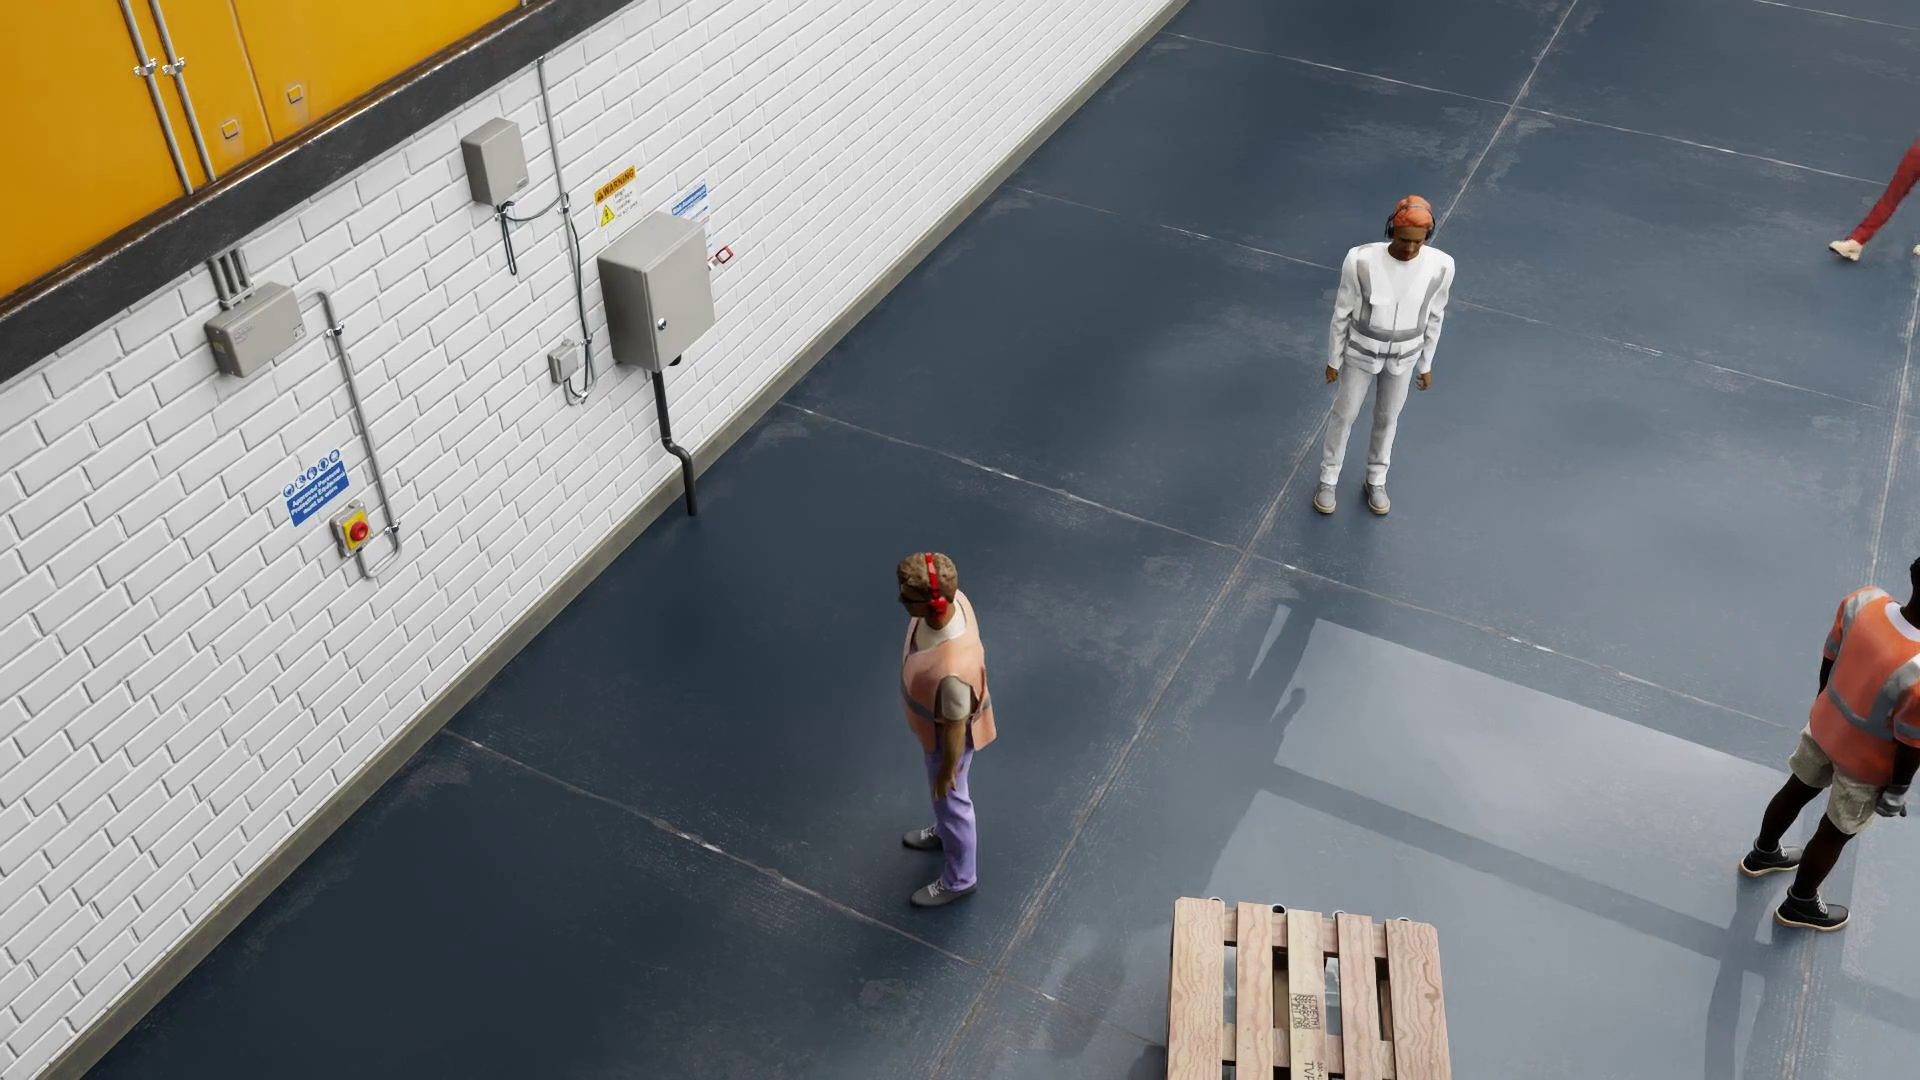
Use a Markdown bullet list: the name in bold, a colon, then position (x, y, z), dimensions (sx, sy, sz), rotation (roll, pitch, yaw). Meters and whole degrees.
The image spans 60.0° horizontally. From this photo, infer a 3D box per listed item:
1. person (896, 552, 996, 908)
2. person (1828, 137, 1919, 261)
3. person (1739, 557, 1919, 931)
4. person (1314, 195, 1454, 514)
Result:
- **person**: position (-0.053, 0.761, 6.757), dimensions (0.379, 1.836, 0.564), rotation (-6, 41, -7)
- **person**: position (6.303, -2.555, 10.700), dimensions (0.974, 1.707, 0.471), rotation (-13, 42, -15)
- **person**: position (3.591, 0.793, 6.621), dimensions (0.367, 1.966, 0.603), rotation (-6, 41, -7)
- **person**: position (2.200, -0.947, 8.699), dimensions (0.572, 1.887, 0.357), rotation (2, 41, 2)
